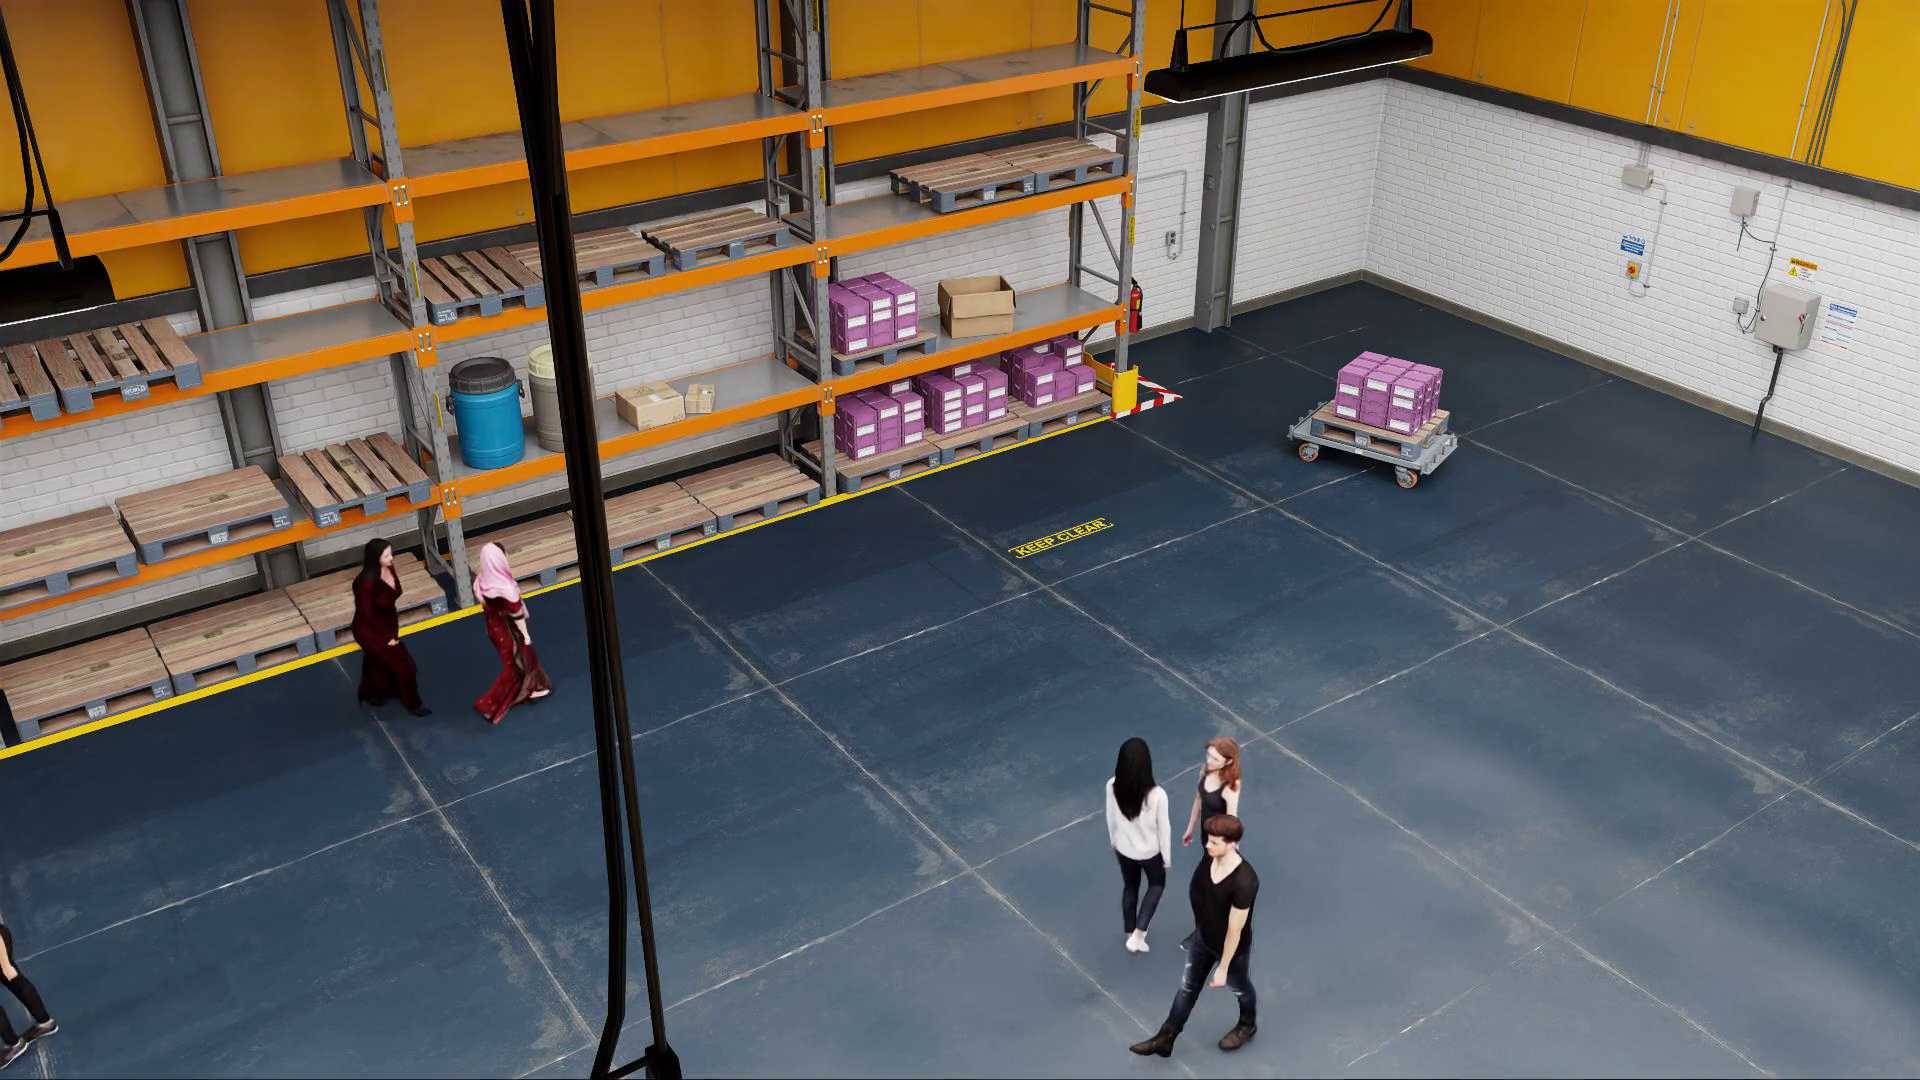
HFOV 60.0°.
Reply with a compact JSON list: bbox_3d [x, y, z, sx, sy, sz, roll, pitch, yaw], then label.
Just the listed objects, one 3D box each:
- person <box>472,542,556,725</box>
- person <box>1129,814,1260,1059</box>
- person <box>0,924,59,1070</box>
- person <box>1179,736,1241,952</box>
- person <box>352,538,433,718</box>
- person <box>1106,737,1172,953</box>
[{"bbox_3d":[-3.792,0.788,13.727,1.032,1.612,0.720,-23,36,-36],"label":"person"},{"bbox_3d":[1.727,2.478,10.375,1.166,1.855,0.773,-15,32,-26],"label":"person"},{"bbox_3d":[-6.010,2.550,10.483,0.689,1.625,0.566,-22,35,-34],"label":"person"},{"bbox_3d":[1.821,2.013,11.375,0.891,1.715,0.717,-7,29,-13],"label":"person"},{"bbox_3d":[-4.851,0.773,13.665,1.049,1.698,0.952,-2,29,-4],"label":"person"},{"bbox_3d":[1.150,2.127,11.201,0.774,1.681,0.805,17,33,29],"label":"person"}]
